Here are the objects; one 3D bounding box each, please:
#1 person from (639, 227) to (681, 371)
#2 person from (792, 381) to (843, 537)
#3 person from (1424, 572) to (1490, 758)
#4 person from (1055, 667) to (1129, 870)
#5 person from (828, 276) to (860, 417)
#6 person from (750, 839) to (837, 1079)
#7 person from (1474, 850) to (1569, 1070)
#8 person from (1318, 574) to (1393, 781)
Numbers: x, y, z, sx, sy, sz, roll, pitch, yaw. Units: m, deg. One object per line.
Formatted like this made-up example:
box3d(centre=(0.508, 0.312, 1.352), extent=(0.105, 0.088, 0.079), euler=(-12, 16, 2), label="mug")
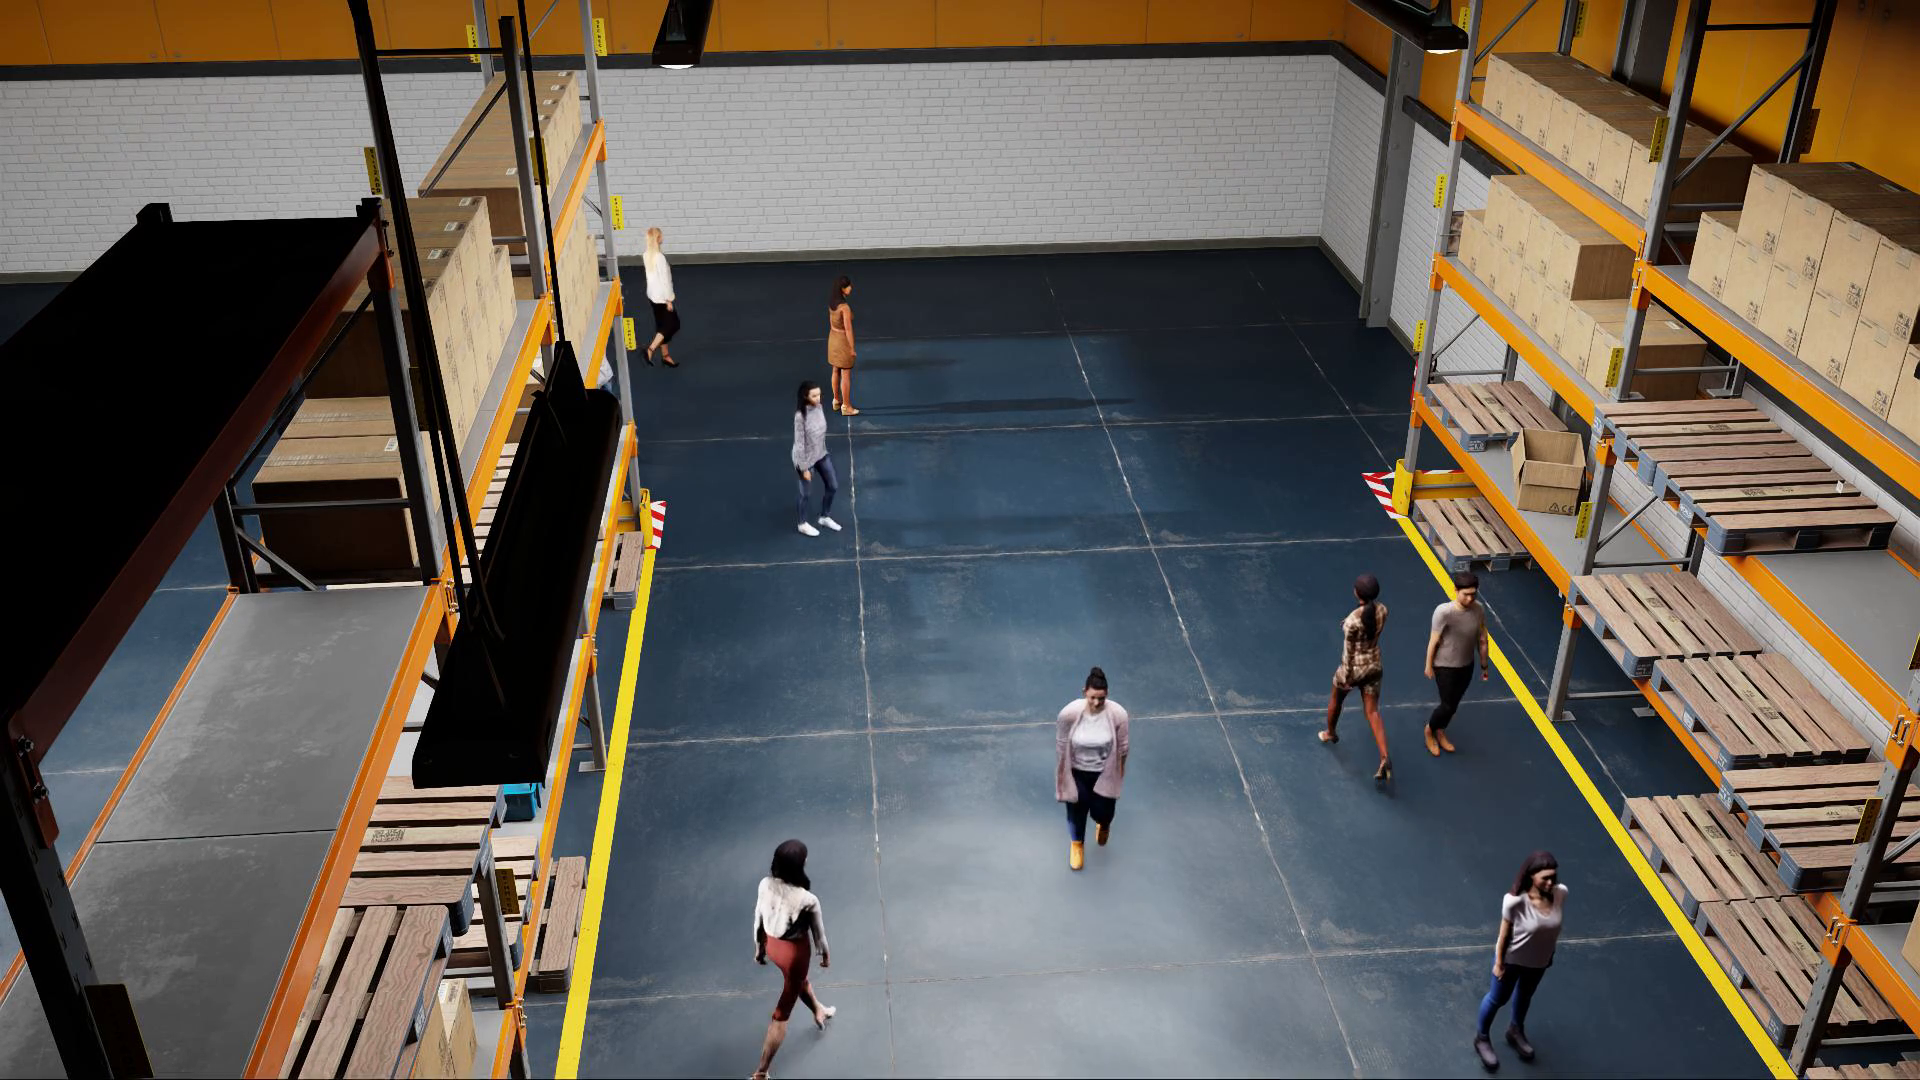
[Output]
box3d(centre=(-3.765, -2.934, 20.553), extent=(0.915, 1.849, 0.875), euler=(-21, 35, -33), label="person")
box3d(centre=(-1.586, -0.840, 16.852), extent=(0.831, 1.717, 0.765), euler=(19, 34, 31), label="person")
box3d(centre=(3.986, 0.958, 13.570), extent=(0.702, 1.704, 0.701), euler=(-11, 30, -19), label="person")
box3d(centre=(0.975, 1.630, 12.313), extent=(0.784, 1.728, 0.840), euler=(5, 29, 9), label="person")
box3d(centre=(-1.392, -2.285, 19.536), extent=(0.699, 1.684, 0.585), euler=(-16, 33, -27), label="person")
box3d(centre=(-1.113, 2.691, 10.400), extent=(1.042, 1.697, 1.189), euler=(16, 33, 27), label="person")
box3d(centre=(3.548, 2.632, 10.525), extent=(0.636, 1.680, 0.604), euler=(-9, 30, -16), label="person")
box3d(centre=(3.250, 1.109, 13.240), extent=(0.805, 1.754, 1.177), euler=(-11, 31, -20), label="person")
